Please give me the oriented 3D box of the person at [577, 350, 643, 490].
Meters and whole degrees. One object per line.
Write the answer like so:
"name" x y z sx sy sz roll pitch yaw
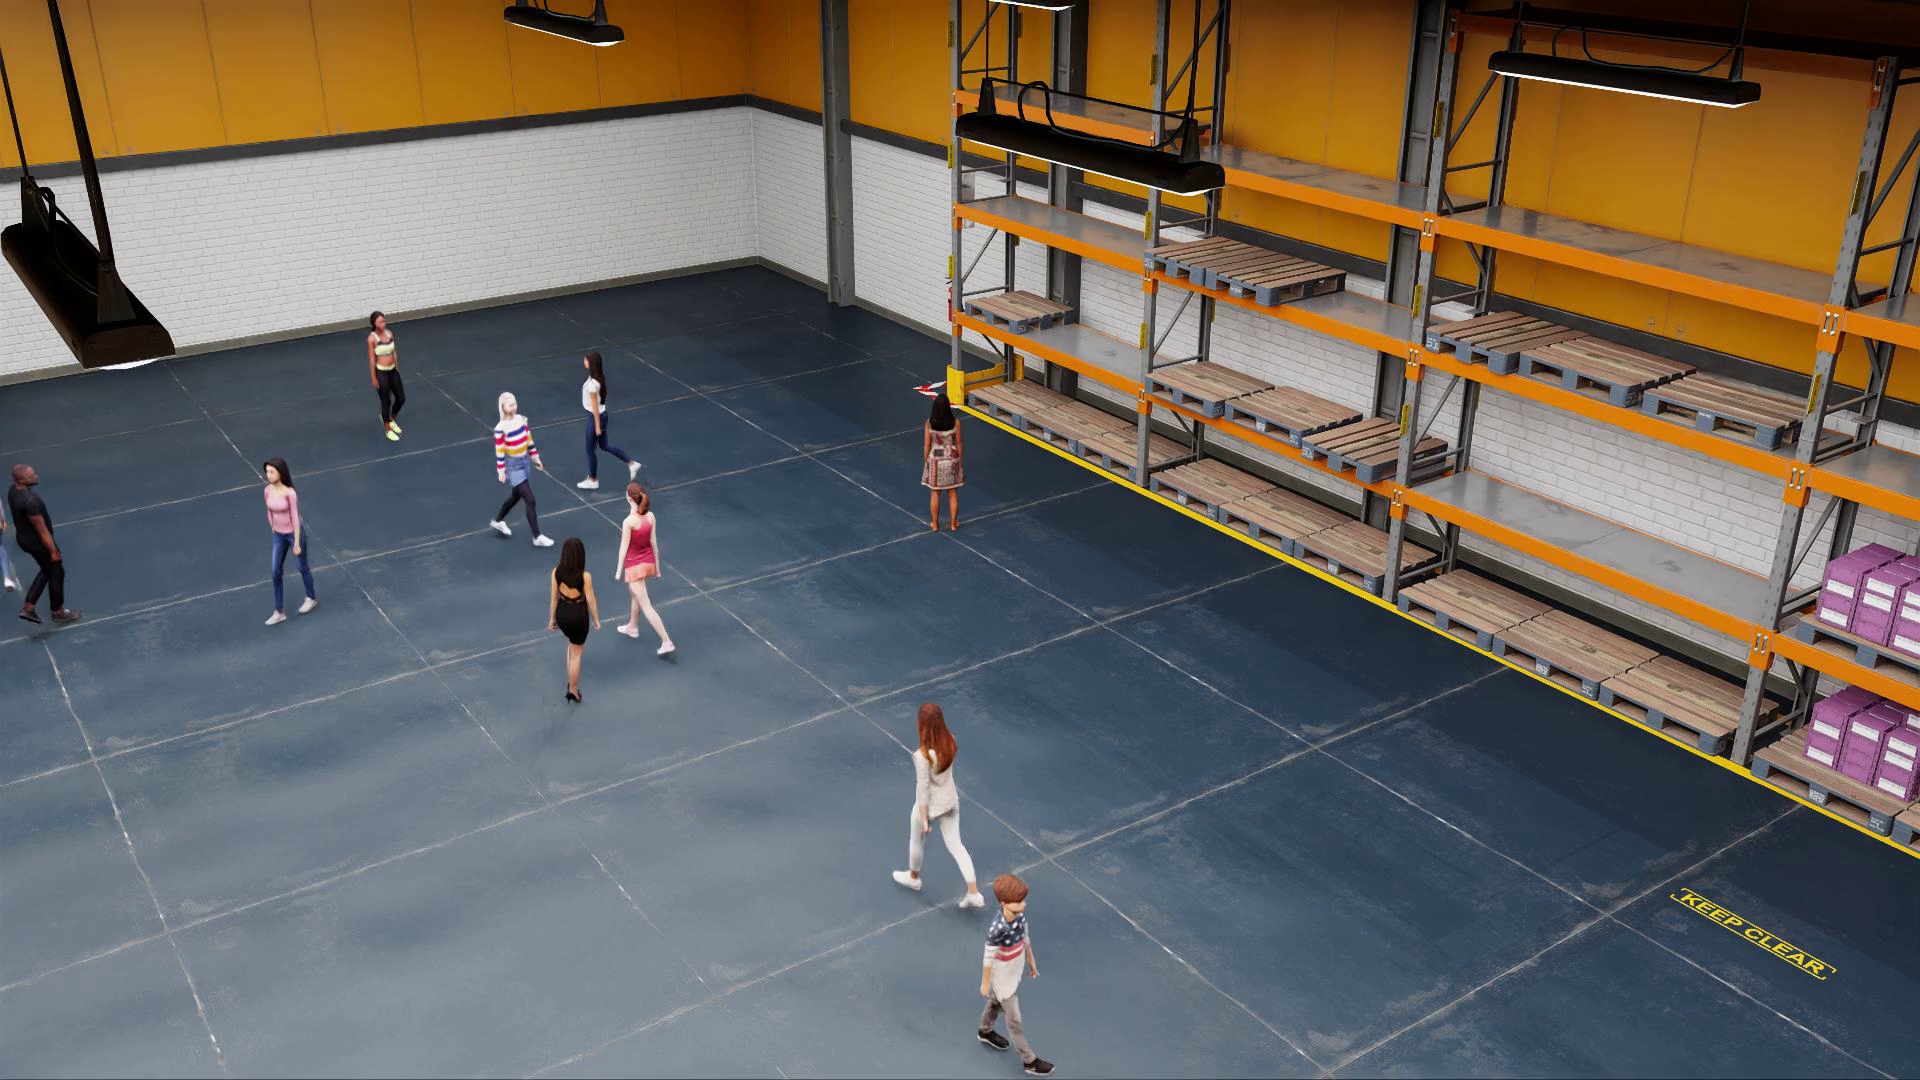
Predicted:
"person" -4.293 -1.439 20.130 1.044 1.754 1.052 0 24 1

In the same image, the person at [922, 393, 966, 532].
"person" -0.193 -0.893 19.018 0.724 1.645 0.726 -1 24 -2

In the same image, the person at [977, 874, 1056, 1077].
"person" 0.241 2.790 10.887 0.962 1.409 0.755 14 27 30

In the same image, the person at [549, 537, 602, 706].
"person" -3.568 0.792 15.185 0.693 1.628 0.767 6 24 14

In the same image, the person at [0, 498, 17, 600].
"person" -10.117 -0.148 17.213 0.671 1.726 0.737 -19 30 -37

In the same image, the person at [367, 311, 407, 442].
"person" -7.584 -2.161 21.799 0.725 1.742 0.679 16 28 32

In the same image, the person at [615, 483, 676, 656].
"person" -3.070 0.308 16.182 1.190 1.716 0.841 15 28 30

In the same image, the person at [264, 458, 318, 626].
"person" -6.794 -0.051 16.994 0.961 1.724 0.972 8 25 17

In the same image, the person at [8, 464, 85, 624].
"person" -9.233 0.083 16.613 0.851 1.784 0.890 12 26 26

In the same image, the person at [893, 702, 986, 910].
"person" -0.102 2.000 12.356 0.692 1.680 1.108 -20 31 -39

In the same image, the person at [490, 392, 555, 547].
"person" -5.035 -0.804 18.659 1.229 1.770 1.049 9 25 20
